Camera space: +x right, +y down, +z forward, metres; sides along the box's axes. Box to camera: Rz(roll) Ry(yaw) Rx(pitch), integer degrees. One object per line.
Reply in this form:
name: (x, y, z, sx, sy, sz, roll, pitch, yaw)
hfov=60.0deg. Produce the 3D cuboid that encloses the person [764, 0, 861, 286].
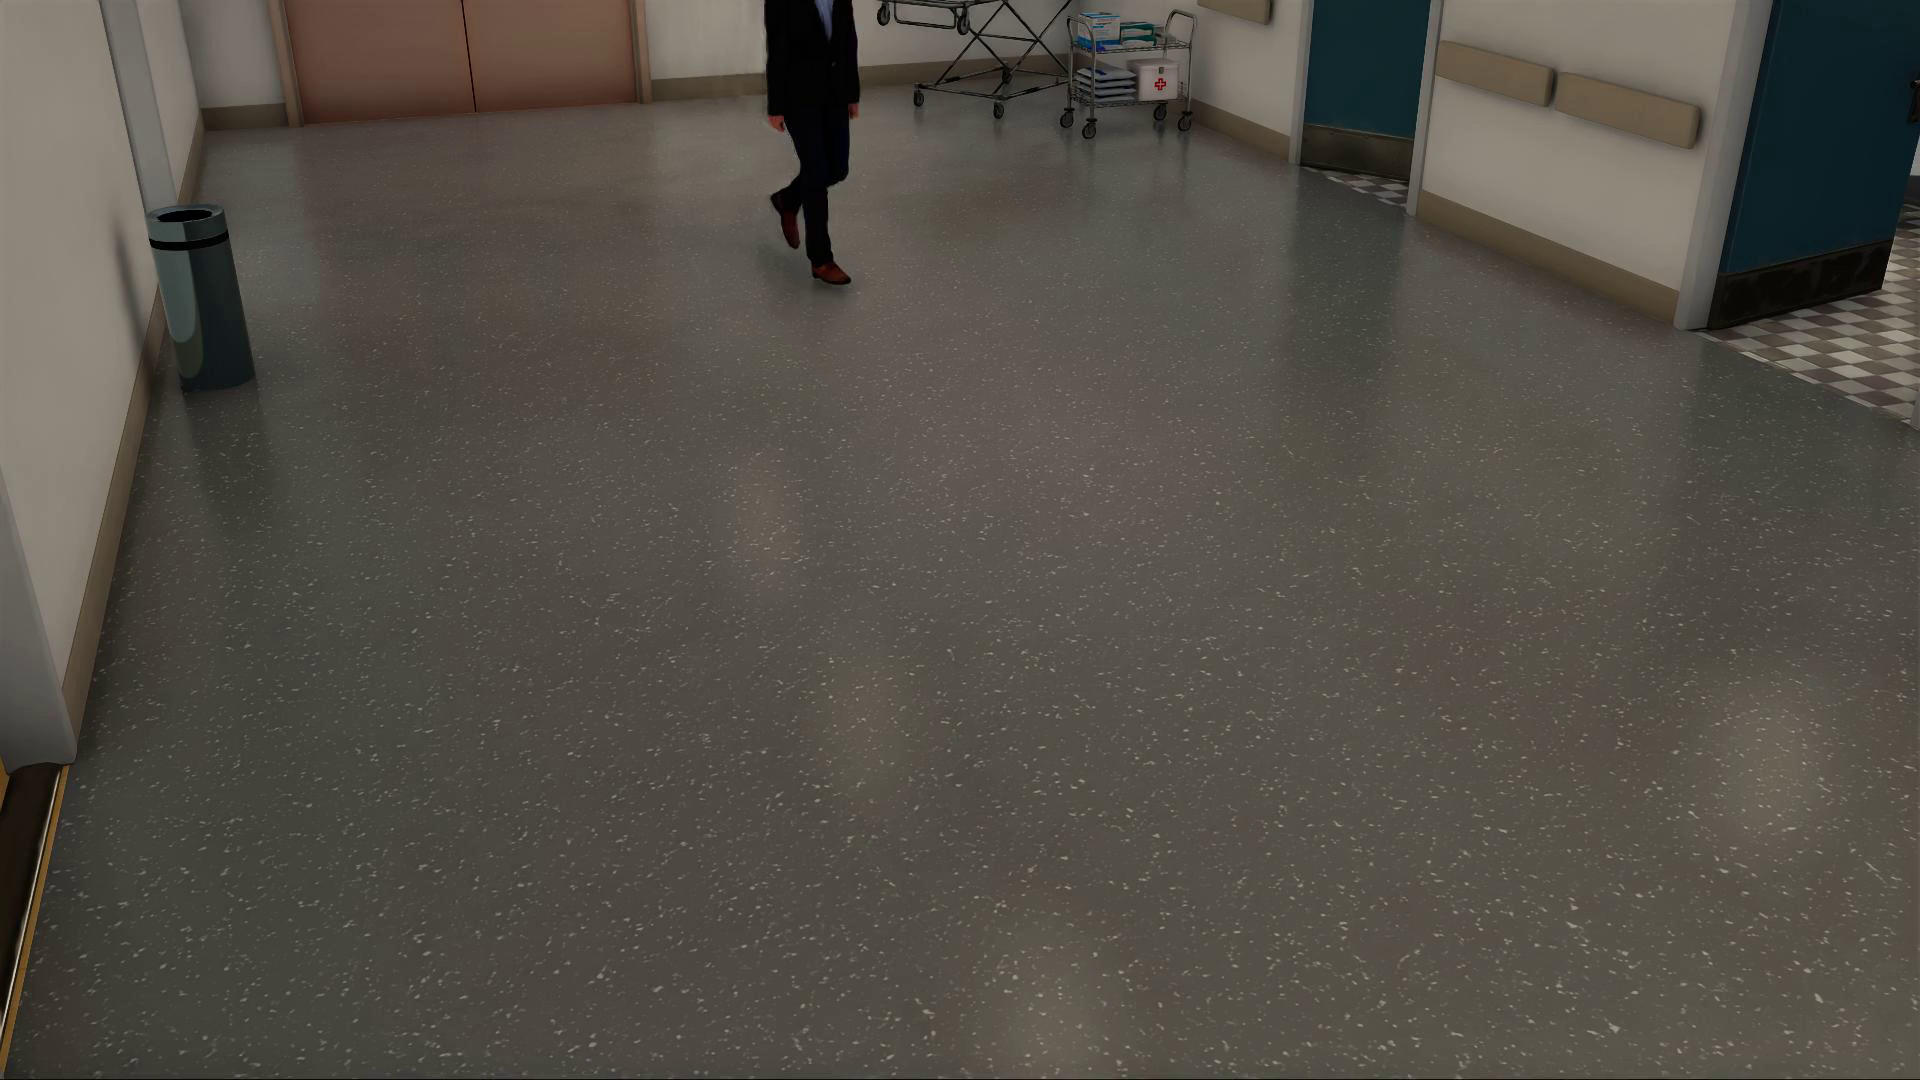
person: (-0.758, -2.181, 8.121, 0.904, 1.783, 1.109, -20, 32, -35)
